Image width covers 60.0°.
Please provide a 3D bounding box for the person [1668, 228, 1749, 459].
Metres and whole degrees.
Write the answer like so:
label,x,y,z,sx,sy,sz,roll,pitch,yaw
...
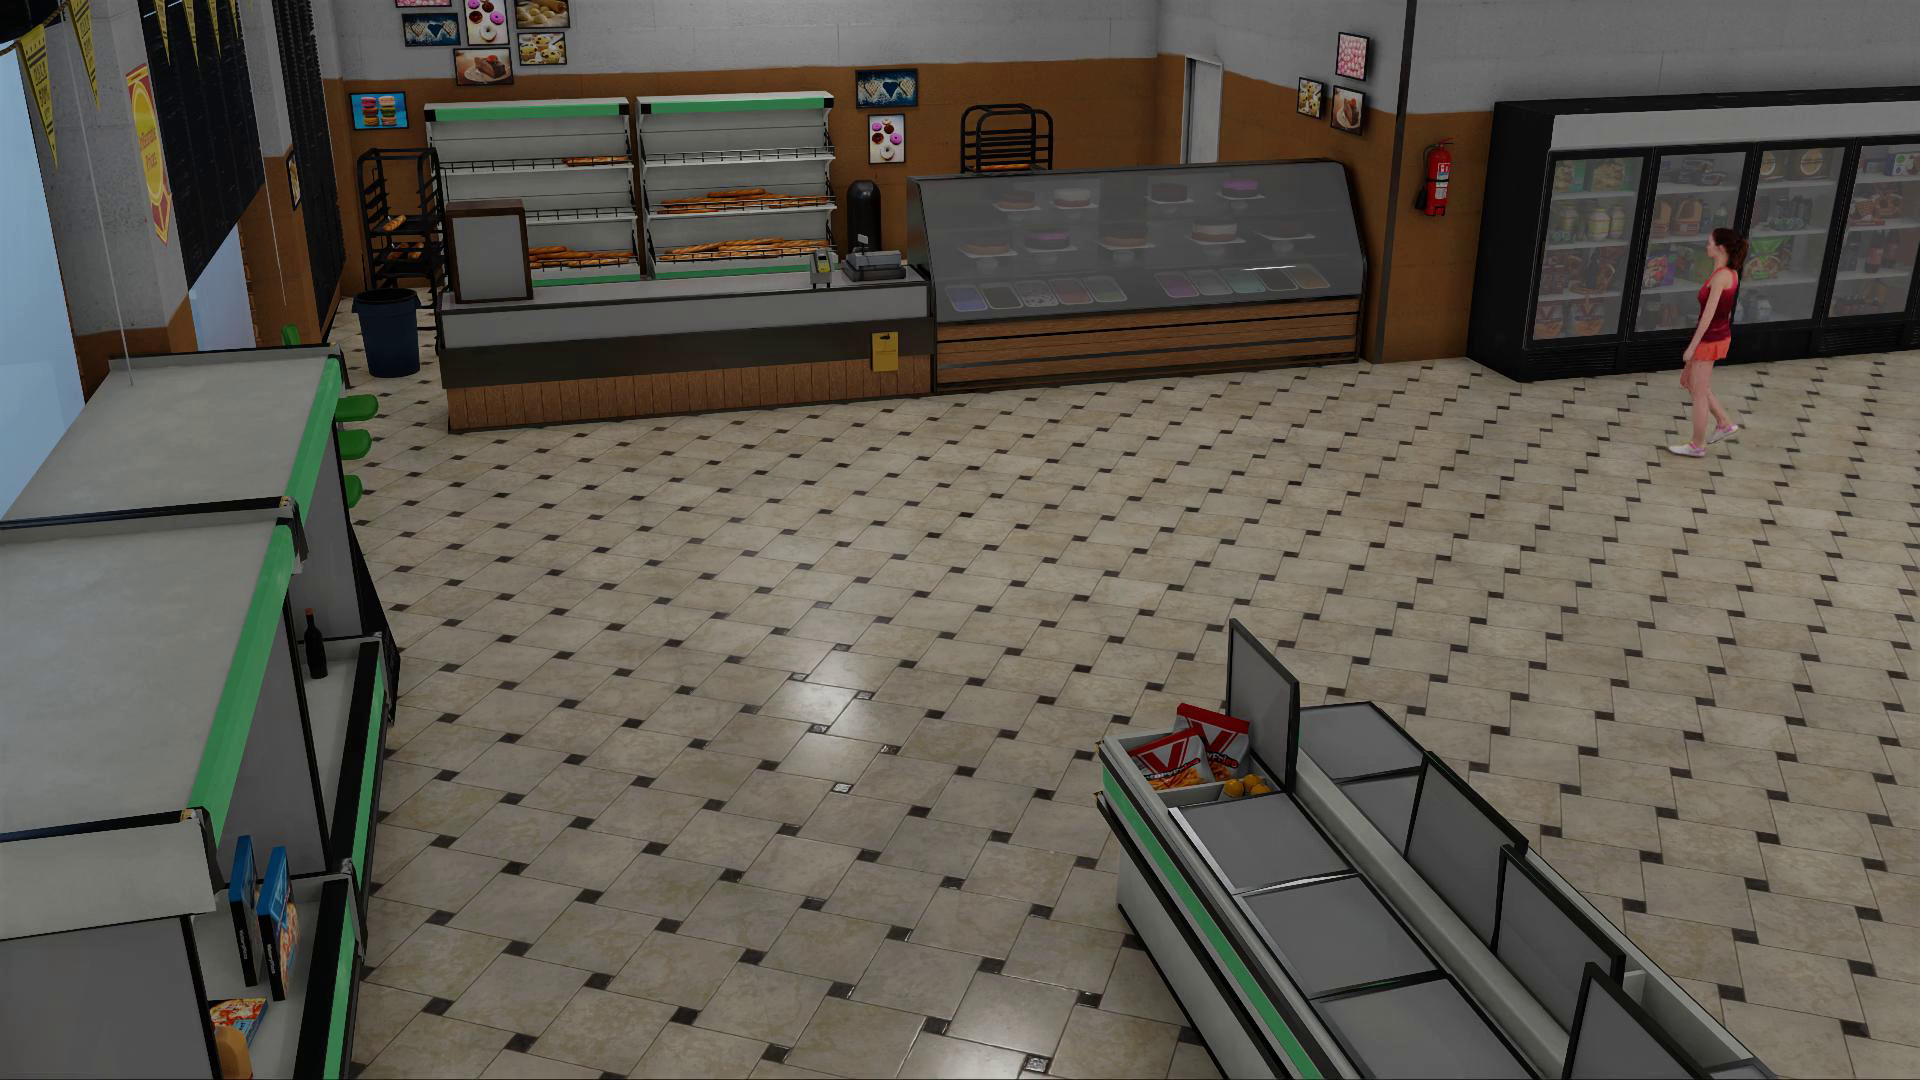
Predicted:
label,x,y,z,sx,sy,sz,roll,pitch,yaw
person,5.688,-1.442,12.424,0.822,1.738,0.759,14,26,32
